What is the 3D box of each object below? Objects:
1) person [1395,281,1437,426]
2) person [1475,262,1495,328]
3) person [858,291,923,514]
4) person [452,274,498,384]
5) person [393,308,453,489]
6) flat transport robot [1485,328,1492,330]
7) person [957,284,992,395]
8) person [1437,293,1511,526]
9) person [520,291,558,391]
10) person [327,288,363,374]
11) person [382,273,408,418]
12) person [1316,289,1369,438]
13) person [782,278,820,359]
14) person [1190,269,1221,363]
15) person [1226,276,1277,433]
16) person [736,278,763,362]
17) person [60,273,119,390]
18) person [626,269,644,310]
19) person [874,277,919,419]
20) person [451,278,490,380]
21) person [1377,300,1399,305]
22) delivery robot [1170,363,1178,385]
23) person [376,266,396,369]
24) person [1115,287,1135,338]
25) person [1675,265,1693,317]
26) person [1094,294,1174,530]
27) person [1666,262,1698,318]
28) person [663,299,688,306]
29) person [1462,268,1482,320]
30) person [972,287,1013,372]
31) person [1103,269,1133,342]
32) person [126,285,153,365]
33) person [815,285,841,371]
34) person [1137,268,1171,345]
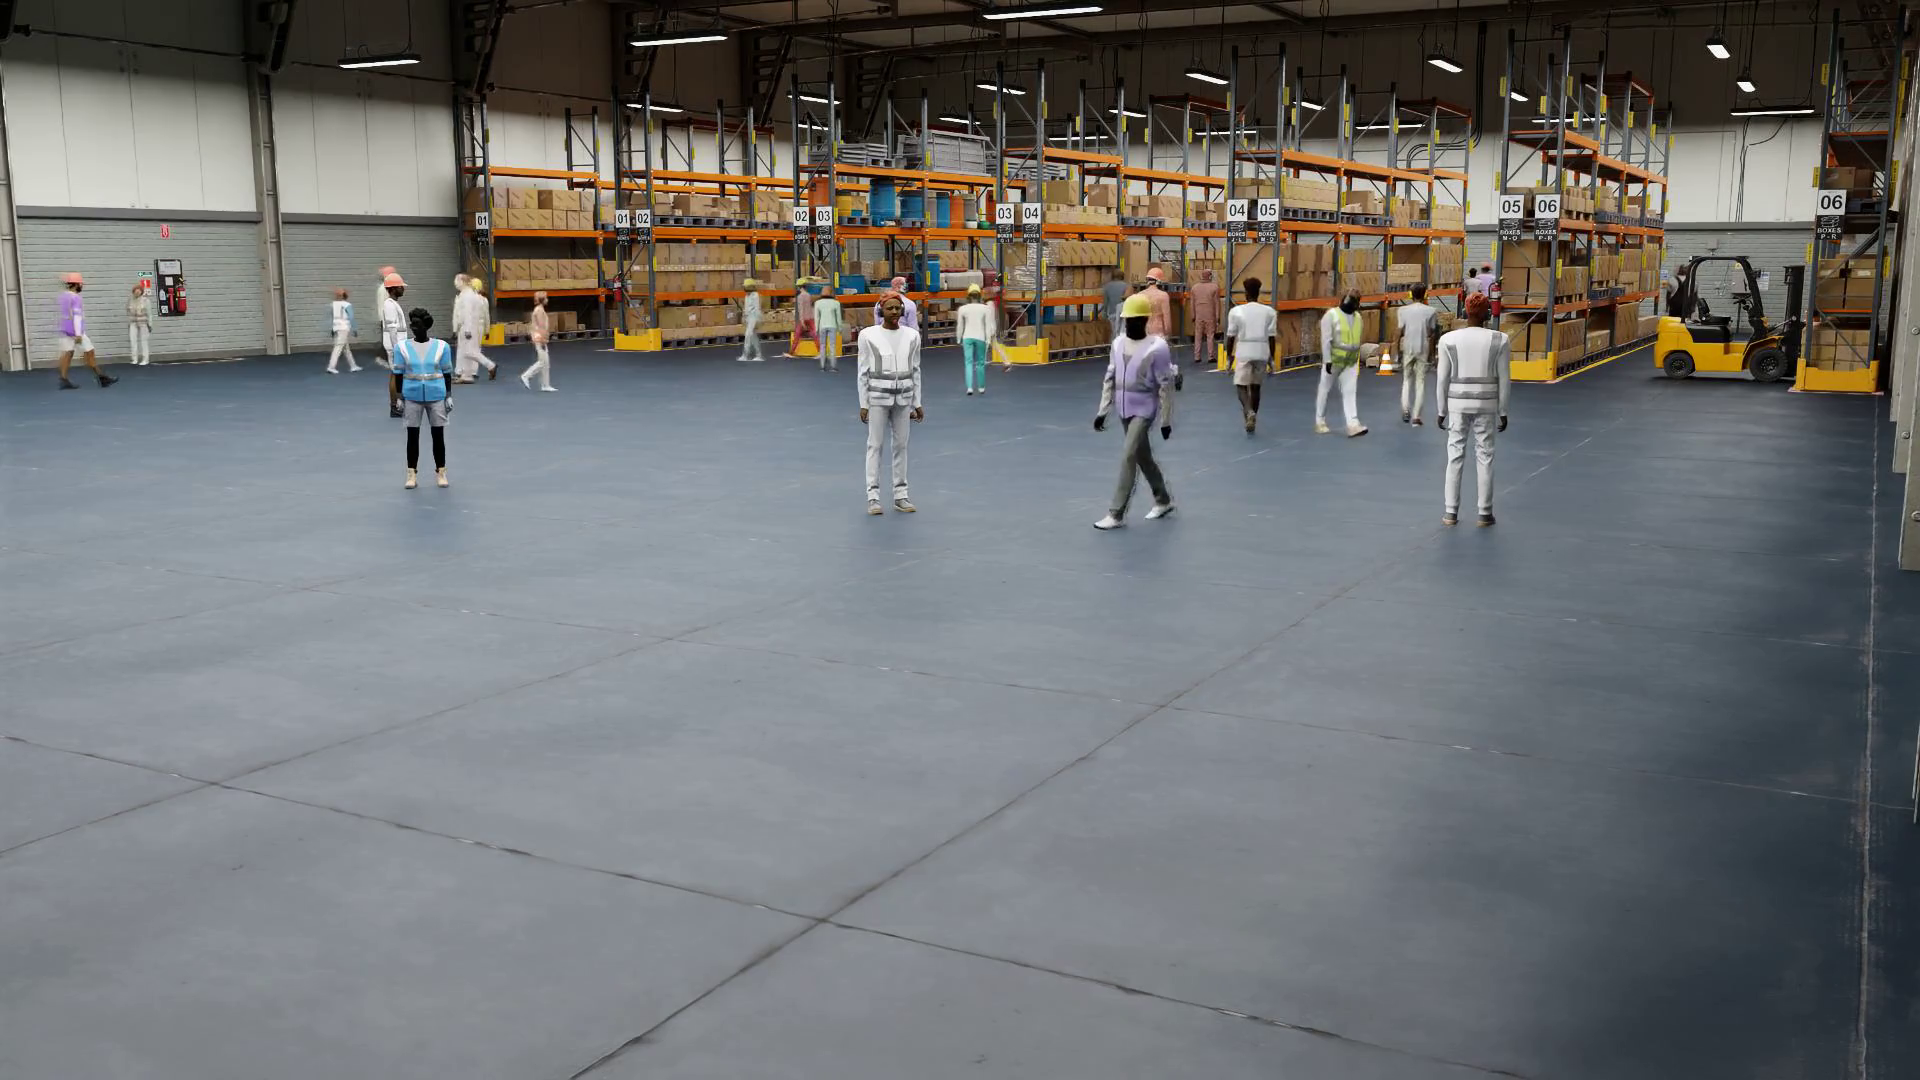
[{"bbox_3d":[5.879,-2.392,21.426,0.493,1.849,0.670,4,11,23],"label":"person"},{"bbox_3d":[14.596,-6.724,46.288,0.616,2.005,0.876,2,10,12],"label":"person"},{"bbox_3d":[-0.588,-1.160,14.097,0.573,1.883,0.355,-4,11,-23],"label":"person"},{"bbox_3d":[-8.313,-3.587,28.312,0.671,1.881,0.665,-4,11,-24],"label":"person"},{"bbox_3d":[-5.025,-1.327,15.607,0.537,1.697,0.320,-3,10,-16],"label":"person"},{"bbox_3d":[13.866,-5.746,45.652,0.652,0.197,1.431,-6,11,-31],"label":"flat transport robot"},{"bbox_3d":[0.228,-3.152,26.179,0.541,1.759,0.593,1,10,5],"label":"person"},{"bbox_3d":[4.144,-1.049,13.448,0.575,1.882,0.355,4,10,20],"label":"person"},{"bbox_3d":[-6.759,-3.176,26.625,0.503,1.624,0.527,-2,10,-14],"label":"person"},{"bbox_3d":[-11.531,-3.906,31.021,0.533,1.592,0.870,6,12,33],"label":"person"},{"bbox_3d":[-7.598,-2.621,22.507,0.388,1.937,0.552,-3,10,-16],"label":"person"},{"bbox_3d":[4.622,-2.135,20.114,0.645,1.783,0.959,-4,11,-22],"label":"person"},{"bbox_3d":[-3.280,-4.672,35.164,0.955,1.707,0.508,5,11,27],"label":"person"},{"bbox_3d":[5.051,-4.587,34.092,0.651,1.904,0.403,6,11,30],"label":"person"},{"bbox_3d":[3.566,-2.240,20.270,0.611,1.940,0.778,-1,10,-5],"label":"person"},{"bbox_3d":[-4.397,-4.526,34.299,0.800,1.708,0.499,-6,12,-33],"label":"person"},{"bbox_3d":[-14.420,-3.427,27.332,0.576,1.887,0.965,8,12,37],"label":"person"},{"bbox_3d":[-8.441,-6.124,43.191,0.521,1.873,0.335,4,11,24],"label":"person"},{"bbox_3d":[-0.824,-2.570,22.302,0.645,1.899,0.400,5,11,28],"label":"person"},{"bbox_3d":[-8.632,-3.707,29.300,0.713,1.785,0.410,-4,11,-23],"label":"person"},{"bbox_3d":[11.786,-6.540,45.767,0.605,1.823,0.568,-7,12,-36],"label":"person"},{"bbox_3d":[3.259,-2.700,26.718,0.477,0.478,0.707,4,10,21],"label":"delivery robot"},{"bbox_3d":[-10.988,-4.273,32.051,0.433,1.980,0.631,-2,10,-10],"label":"person"},{"bbox_3d":[2.997,-3.659,29.449,0.499,1.634,0.279,1,10,6],"label":"person"},{"bbox_3d":[18.424,-6.034,42.434,0.631,1.955,0.973,3,10,15],"label":"person"},{"bbox_3d":[1.454,-1.050,13.496,1.006,1.881,0.587,-7,12,-35],"label":"person"},{"bbox_3d":[17.662,-5.782,40.694,0.700,2.000,0.561,5,11,25],"label":"person"},{"bbox_3d":[-7.274,-5.994,42.476,0.611,1.856,1.022,3,10,19],"label":"person"},{"bbox_3d":[13.766,-6.376,44.712,0.515,1.860,0.325,3,10,18],"label":"person"},{"bbox_3d":[0.596,-3.937,31.187,0.821,1.597,0.499,2,10,9],"label":"person"},{"bbox_3d":[3.372,-4.742,35.007,0.649,1.905,0.899,5,11,25],"label":"person"},{"bbox_3d":[-16.286,-4.254,32.996,0.538,1.596,0.693,-1,10,-3],"label":"person"},{"bbox_3d":[-2.494,-4.001,31.457,0.506,1.632,0.261,1,10,5],"label":"person"},{"bbox_3d":[3.022,-3.250,26.002,0.618,1.993,0.395,7,12,36],"label":"person"}]
